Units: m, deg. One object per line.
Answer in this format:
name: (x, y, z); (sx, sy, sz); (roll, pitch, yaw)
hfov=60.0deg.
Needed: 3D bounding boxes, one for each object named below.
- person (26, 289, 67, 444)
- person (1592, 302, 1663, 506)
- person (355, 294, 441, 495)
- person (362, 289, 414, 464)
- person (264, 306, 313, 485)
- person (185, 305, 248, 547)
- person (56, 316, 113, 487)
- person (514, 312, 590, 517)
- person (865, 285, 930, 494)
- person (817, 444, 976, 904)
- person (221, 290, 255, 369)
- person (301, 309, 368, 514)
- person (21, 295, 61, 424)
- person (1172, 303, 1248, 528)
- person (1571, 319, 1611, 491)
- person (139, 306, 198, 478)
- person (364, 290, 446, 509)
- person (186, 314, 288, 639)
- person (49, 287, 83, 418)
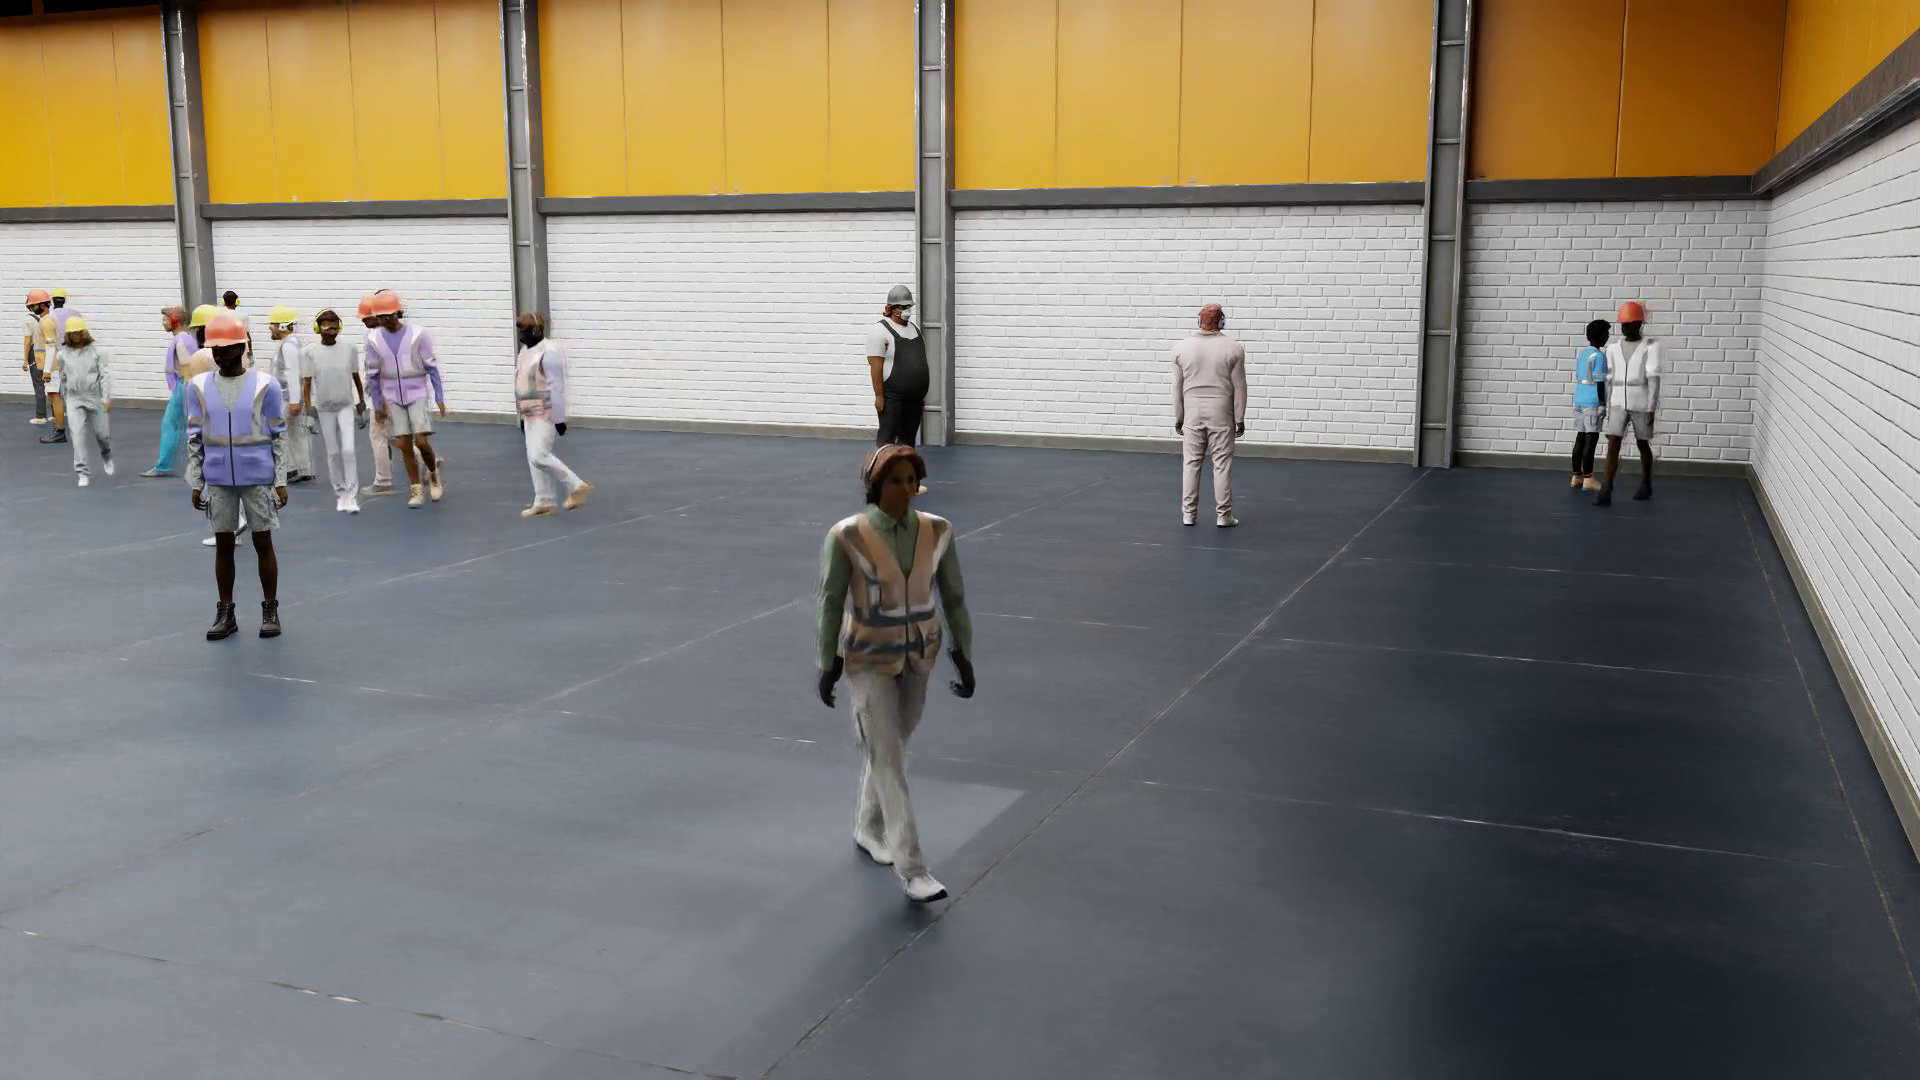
person: (-11.437, -2.174, 20.841); (0.362, 1.934, 0.543); (-5, 11, -27)
person: (6.287, -1.273, 15.539); (0.565, 1.889, 0.988); (9, 13, 44)
person: (-5.470, -1.393, 16.056); (0.682, 1.951, 0.631); (0, 9, 0)
person: (-6.381, -1.828, 18.647); (0.613, 1.962, 0.362); (-8, 12, -39)
person: (-6.829, -1.444, 16.767); (0.531, 1.814, 0.626); (-3, 10, -18)
person: (-5.829, -0.877, 13.027); (0.405, 1.913, 0.623); (2, 9, 9)
person: (-8.916, -1.431, 16.973); (0.486, 1.719, 0.703); (-4, 10, -21)
person: (-3.646, -1.093, 14.641); (0.523, 1.828, 0.620); (-6, 11, -33)
person: (-0.547, -1.434, 16.031); (0.539, 2.000, 0.689); (8, 12, 39)
person: (-0.204, 0.456, 5.903); (0.540, 1.587, 0.848); (-5, 11, -29)
person: (-10.478, -2.668, 24.049); (0.508, 1.865, 0.328); (-2, 10, -12)
person: (-5.557, -1.135, 14.820); (0.528, 1.832, 0.794); (-4, 10, -20)
person: (-12.910, -2.544, 23.344); (0.343, 1.847, 0.506); (5, 10, 26)
person: (2.124, -1.053, 14.133); (0.641, 1.908, 0.407); (4, 10, 21)
person: (6.269, -1.337, 16.491); (0.318, 1.696, 0.532); (0, 9, -2)
person: (-8.155, -1.565, 17.560); (0.957, 1.805, 0.582); (-3, 10, -19)
person: (-5.068, -1.272, 15.193); (0.683, 1.995, 0.580); (0, 9, 1)
person: (-4.293, -0.369, 9.889); (0.553, 1.935, 0.362); (-2, 10, -10)
person: (-13.178, -2.749, 24.428); (0.496, 1.898, 0.608); (9, 13, 43)
